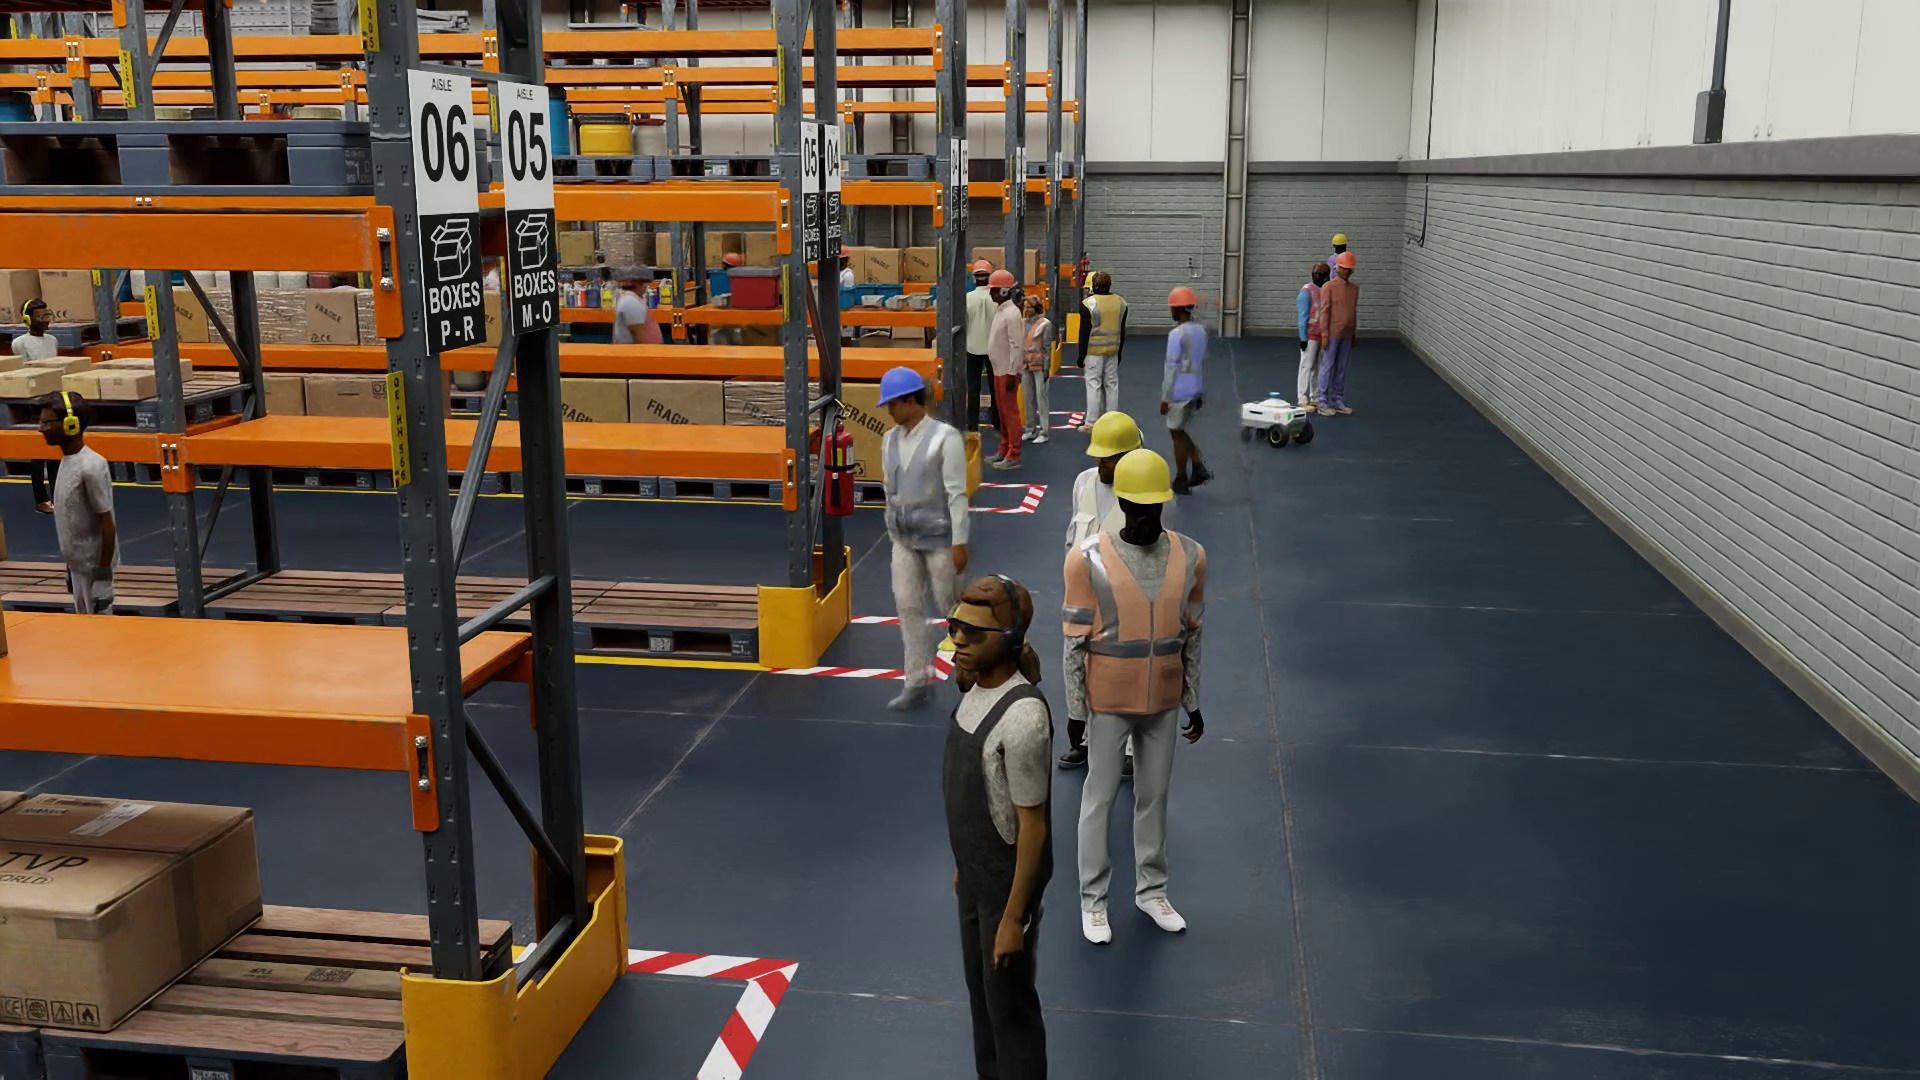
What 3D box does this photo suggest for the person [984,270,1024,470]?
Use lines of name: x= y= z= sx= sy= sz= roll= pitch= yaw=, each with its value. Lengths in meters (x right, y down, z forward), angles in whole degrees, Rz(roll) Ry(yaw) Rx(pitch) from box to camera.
person: x=0.438 y=-1.704 z=16.668 sx=0.396 sy=1.992 sz=0.623 roll=-3 pitch=13 yaw=-12

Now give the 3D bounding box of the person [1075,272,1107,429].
person: x=1.577 y=-2.175 z=19.199 sx=0.403 sy=1.821 sz=0.595 roll=9 pitch=15 yaw=35

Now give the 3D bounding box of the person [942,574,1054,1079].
person: x=0.089 y=0.996 z=4.819 sx=0.341 sy=1.846 sz=0.511 roll=-4 pitch=13 yaw=-16

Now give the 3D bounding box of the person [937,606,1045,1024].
person: x=0.095 y=1.013 z=5.000 sx=0.322 sy=1.736 sz=0.485 roll=-1 pitch=13 yaw=-3

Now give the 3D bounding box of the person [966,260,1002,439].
person: x=0.259 y=-2.113 z=18.537 sx=0.611 sy=1.985 sz=0.393 roll=-1 pitch=13 yaw=-5

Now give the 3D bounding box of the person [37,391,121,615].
person: x=-4.486 y=0.161 z=8.535 sx=0.313 sy=1.869 sz=0.538 roll=-11 pitch=17 yaw=-41

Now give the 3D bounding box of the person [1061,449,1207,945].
person: x=0.679 y=0.599 z=6.425 sx=0.587 sy=1.927 sz=0.363 roll=-4 pitch=13 yaw=-18

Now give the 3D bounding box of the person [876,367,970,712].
person: x=-0.152 y=-0.034 z=9.372 sx=0.644 sy=1.894 sz=0.822 roll=9 pitch=16 yaw=36

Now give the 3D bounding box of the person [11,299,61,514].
person: x=-7.983 y=-1.168 z=14.534 sx=0.328 sy=1.872 sz=0.513 roll=2 pitch=13 yaw=7

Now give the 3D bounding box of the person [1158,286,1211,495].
person: x=2.030 y=-1.362 z=15.307 sx=0.392 sy=1.923 sz=0.541 roll=9 pitch=15 yaw=34

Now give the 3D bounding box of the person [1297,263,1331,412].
person: x=4.454 y=-2.521 z=20.709 sx=0.625 sy=1.843 sz=0.430 roll=-10 pitch=16 yaw=-39

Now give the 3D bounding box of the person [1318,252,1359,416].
person: x=4.656 y=-2.524 z=20.383 sx=0.612 sy=1.990 sz=0.392 roll=-8 pitch=15 yaw=-33

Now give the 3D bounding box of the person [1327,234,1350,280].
person: x=6.314 y=-4.148 z=27.858 sx=0.356 sy=1.925 sz=0.592 roll=1 pitch=13 yaw=4

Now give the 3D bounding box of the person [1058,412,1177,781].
person: x=0.752 y=0.270 z=8.150 sx=0.588 sy=1.822 sz=0.403 roll=9 pitch=15 yaw=36

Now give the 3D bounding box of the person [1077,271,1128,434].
person: x=1.593 y=-2.132 z=18.952 sx=0.626 sy=1.844 sz=0.429 roll=-7 pitch=15 yaw=-30

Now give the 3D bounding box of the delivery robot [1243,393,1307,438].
delivery robot: x=3.443 y=-1.368 z=18.216 sx=0.477 sy=0.478 sz=0.707 roll=-10 pitch=16 yaw=-39

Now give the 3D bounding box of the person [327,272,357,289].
person: x=-7.422 y=-2.372 z=20.038 sx=0.429 sy=1.839 sz=0.634 roll=5 pitch=13 yaw=22

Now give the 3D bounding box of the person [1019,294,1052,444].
person: x=0.813 y=-1.883 z=18.307 sx=0.321 sy=1.631 sz=0.522 roll=-11 pitch=17 yaw=-41

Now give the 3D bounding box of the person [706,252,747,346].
person: x=-3.135 y=-2.873 z=22.155 sx=0.580 sy=1.901 sz=0.428 roll=-2 pitch=13 yaw=-11
